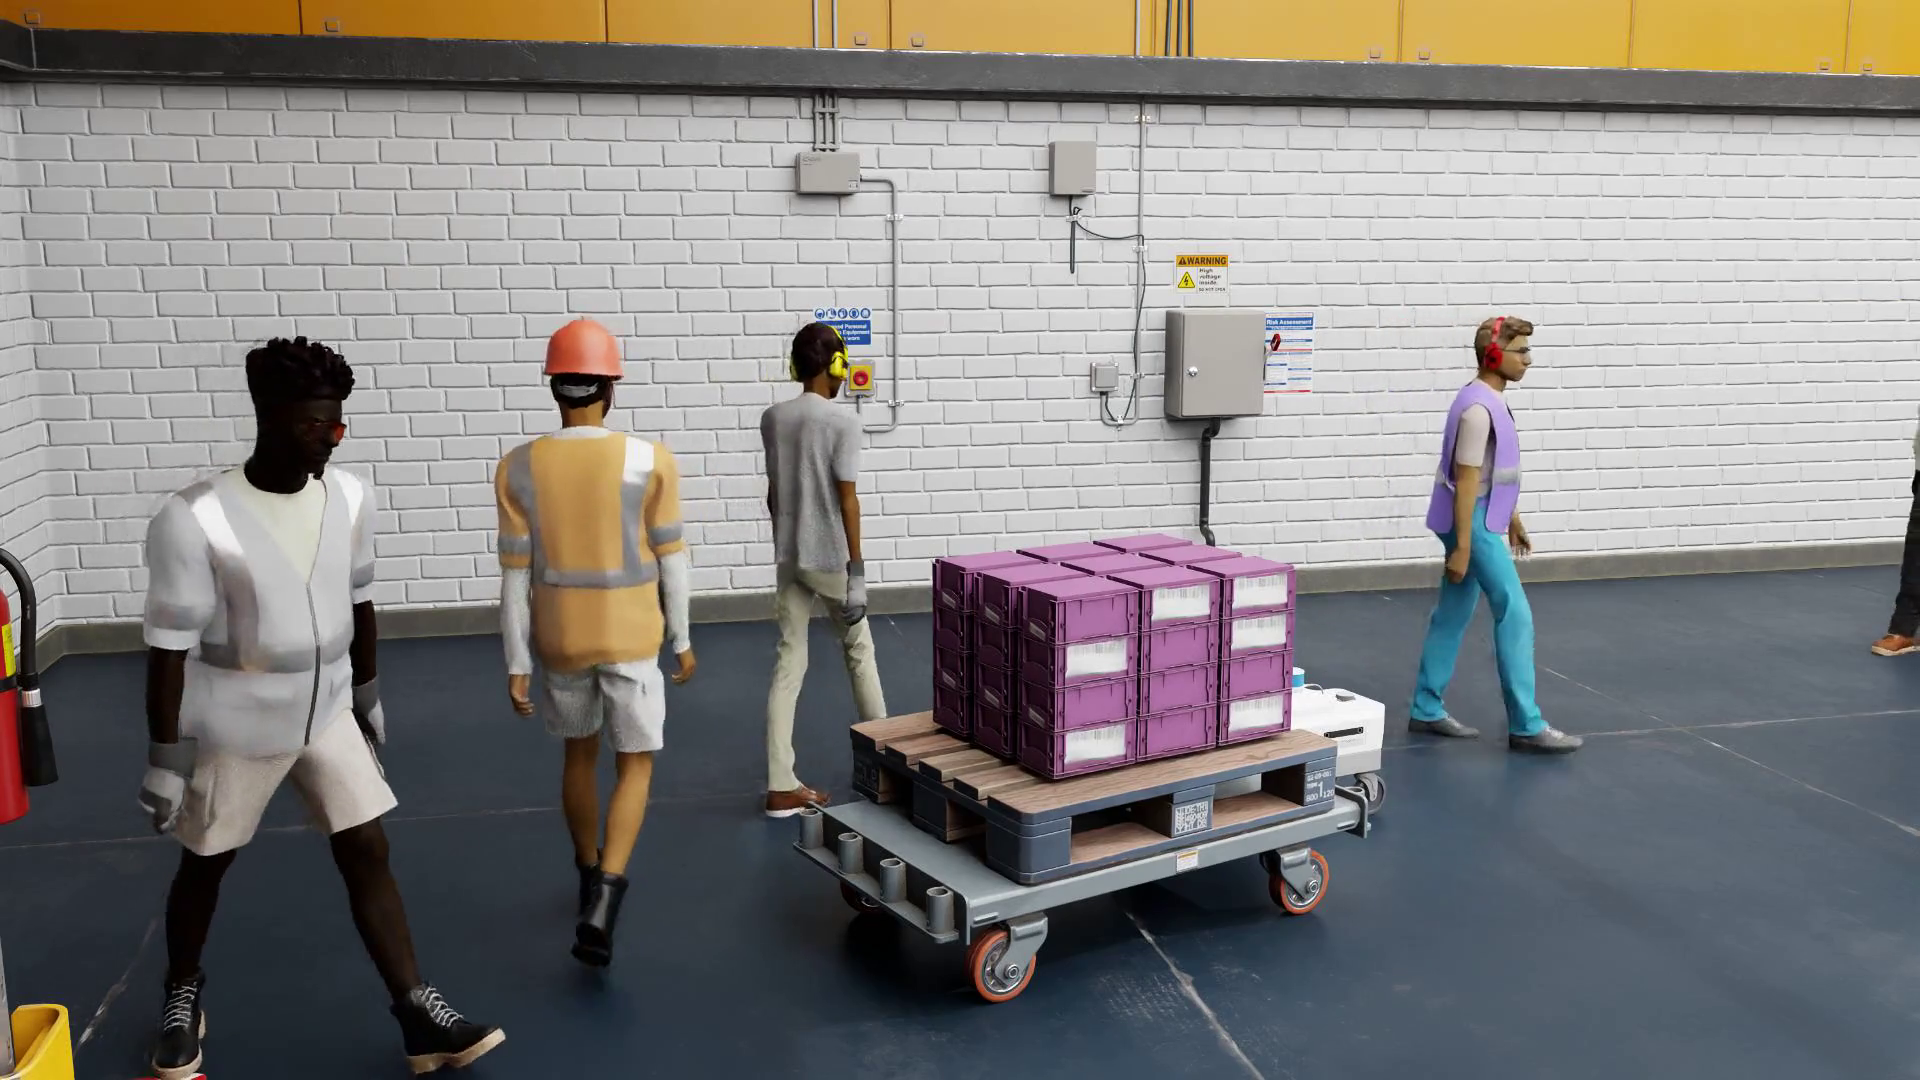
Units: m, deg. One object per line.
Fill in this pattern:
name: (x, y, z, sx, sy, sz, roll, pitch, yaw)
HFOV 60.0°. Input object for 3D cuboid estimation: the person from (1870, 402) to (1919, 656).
person: (5.217, -0.364, 8.560, 0.960, 1.940, 0.642, -5, 11, -24)

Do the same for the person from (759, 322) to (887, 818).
person: (-0.471, 0.091, 6.329, 0.564, 1.820, 0.905, 7, 12, 34)

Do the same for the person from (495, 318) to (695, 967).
person: (-1.095, 0.301, 4.947, 0.548, 1.908, 0.849, 0, 10, 1)

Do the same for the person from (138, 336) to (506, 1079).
person: (-1.679, 0.446, 4.138, 1.021, 1.887, 0.719, 7, 12, 33)

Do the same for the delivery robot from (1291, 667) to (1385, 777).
delivery robot: (1.213, 0.713, 6.140, 0.707, 0.478, 0.477, -5, 11, -26)

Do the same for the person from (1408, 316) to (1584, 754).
person: (2.298, -0.015, 6.952, 0.823, 1.816, 0.570, 3, 11, 17)
